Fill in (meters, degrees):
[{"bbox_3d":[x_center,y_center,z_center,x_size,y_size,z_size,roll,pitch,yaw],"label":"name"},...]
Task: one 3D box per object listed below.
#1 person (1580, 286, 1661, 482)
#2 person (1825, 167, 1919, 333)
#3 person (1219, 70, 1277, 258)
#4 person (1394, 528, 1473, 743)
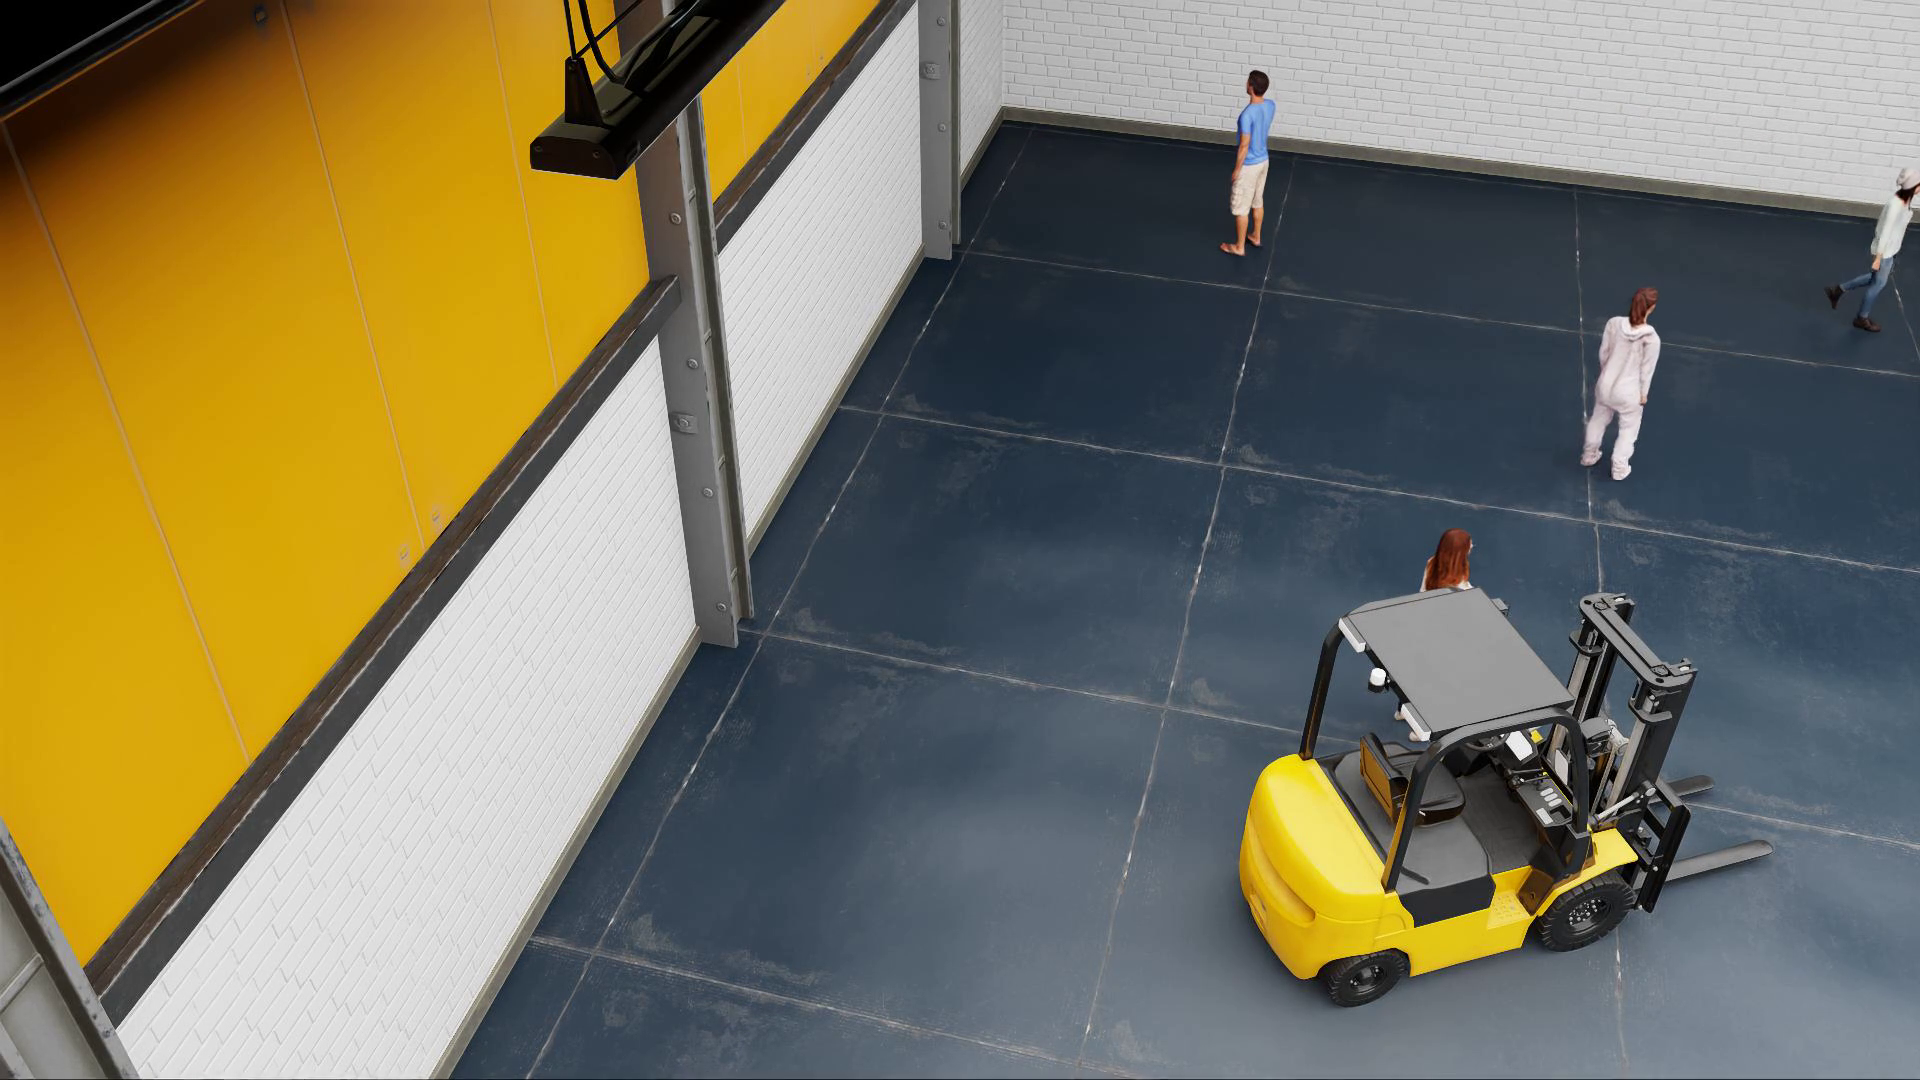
[{"bbox_3d":[5.310,-1.250,13.440,0.799,1.680,0.777,-26,45,-29],"label":"person"},{"bbox_3d":[8.422,-2.697,15.288,0.810,1.635,0.844,23,44,27],"label":"person"},{"bbox_3d":[2.871,-3.710,16.374,0.792,1.862,0.666,32,48,33],"label":"person"},{"bbox_3d":[3.166,0.619,11.061,0.713,1.728,0.602,-9,40,-11],"label":"person"}]
